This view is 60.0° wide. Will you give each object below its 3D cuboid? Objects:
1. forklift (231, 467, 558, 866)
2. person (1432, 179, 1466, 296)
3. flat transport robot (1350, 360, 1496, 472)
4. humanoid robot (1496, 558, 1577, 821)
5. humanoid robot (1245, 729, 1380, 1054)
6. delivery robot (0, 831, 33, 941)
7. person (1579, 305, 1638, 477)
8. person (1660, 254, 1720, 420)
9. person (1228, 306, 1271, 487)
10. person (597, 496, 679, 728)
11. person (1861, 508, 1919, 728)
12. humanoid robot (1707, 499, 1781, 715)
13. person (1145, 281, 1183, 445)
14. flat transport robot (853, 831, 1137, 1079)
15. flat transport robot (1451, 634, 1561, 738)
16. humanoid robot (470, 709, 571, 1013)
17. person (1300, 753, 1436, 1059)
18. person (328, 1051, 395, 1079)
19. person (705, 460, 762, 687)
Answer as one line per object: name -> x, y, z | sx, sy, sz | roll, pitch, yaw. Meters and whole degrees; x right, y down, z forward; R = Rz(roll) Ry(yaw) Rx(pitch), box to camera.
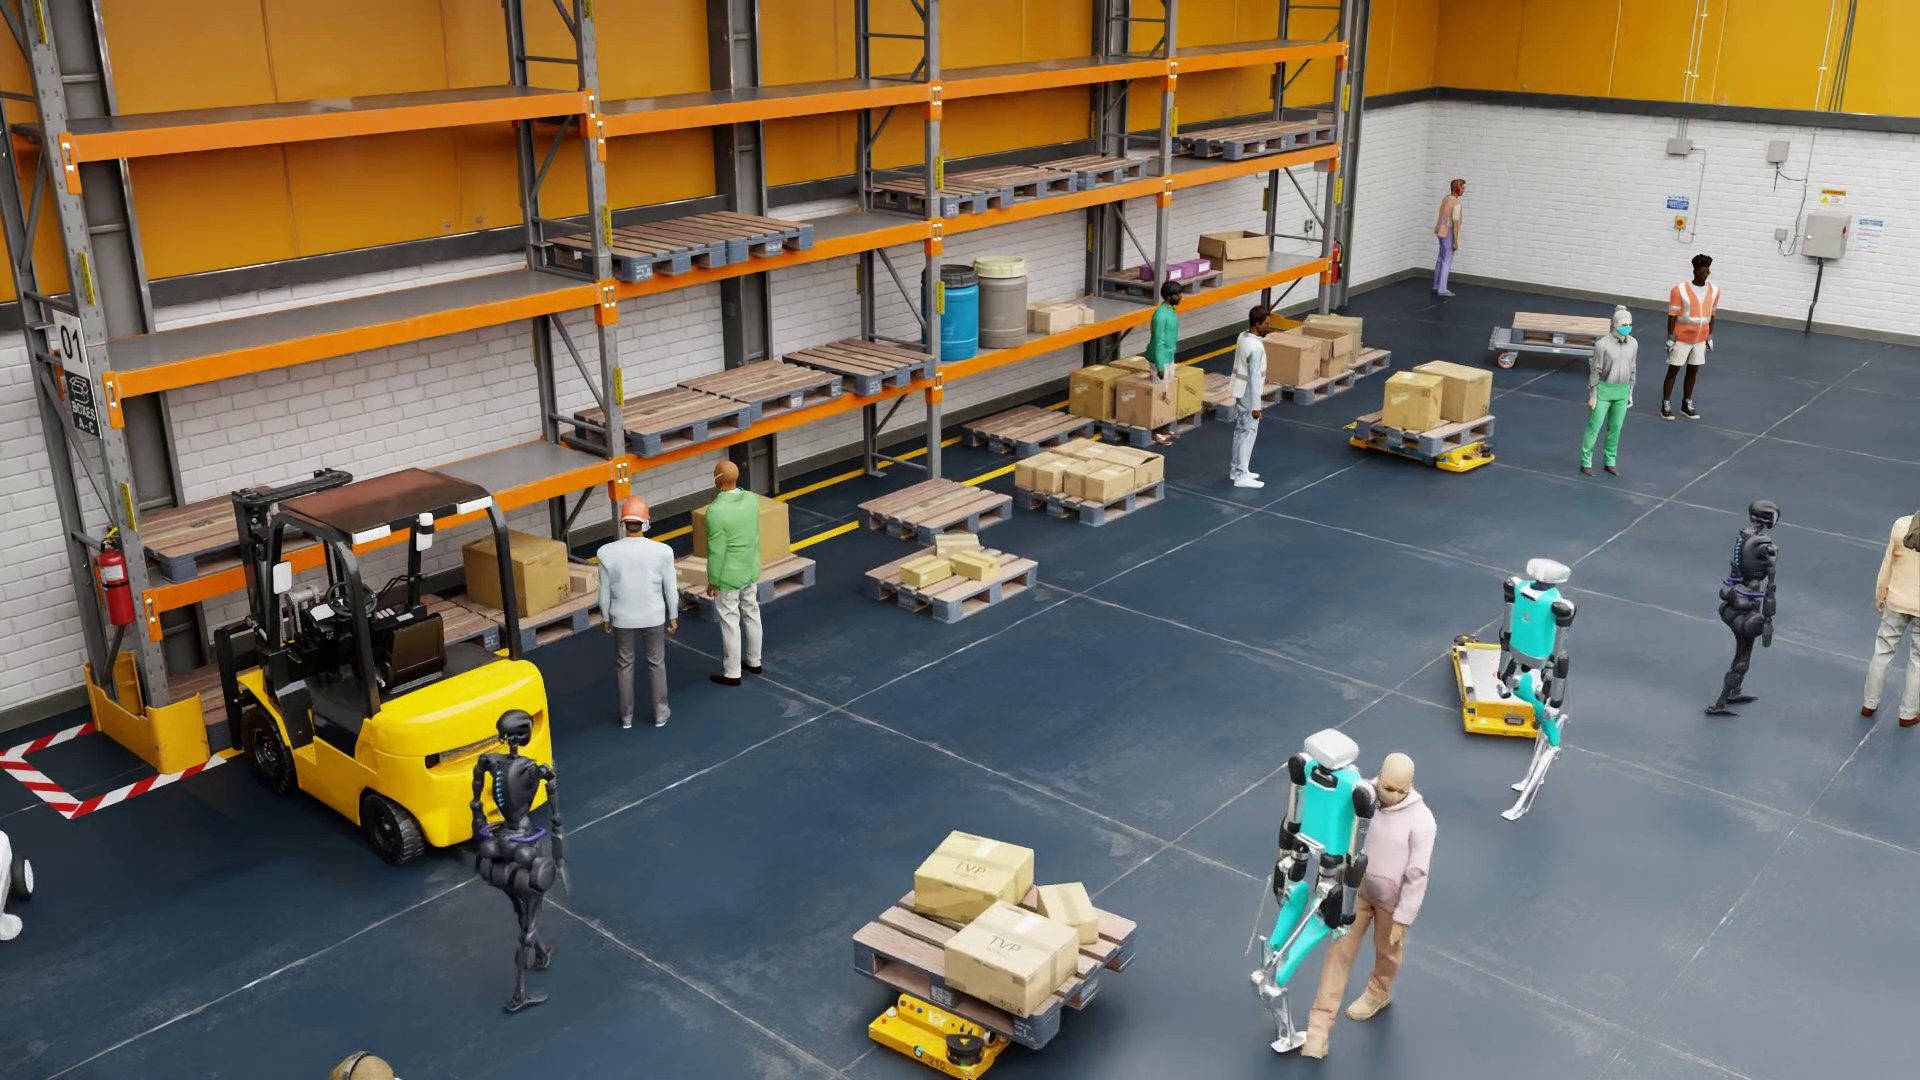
forklift -> -3.730, 0.710, 10.856 | 2.313, 2.155, 1.214 | 17, 26, 38
person -> 7.686, -4.763, 26.204 | 0.388, 1.837, 0.557 | -2, 20, -6
flat transport robot -> 5.111, -1.047, 18.388 | 0.659, 0.231, 1.431 | -17, 26, -39
humanoid robot -> 3.868, 0.938, 10.907 | 0.768, 1.795, 0.554 | -11, 23, -28
humanoid robot -> 1.674, 1.889, 8.419 | 0.730, 1.852, 0.536 | -15, 25, -34
delivery robot -> -5.743, 2.000, 9.693 | 0.514, 0.576, 0.747 | -8, 22, -20
person -> 6.871, -1.571, 17.552 | 0.510, 1.836, 0.339 | -4, 21, -10
person -> 8.601, -2.392, 19.584 | 0.605, 1.965, 0.366 | -3, 20, -8
person -> 2.992, -1.484, 17.213 | 0.408, 1.908, 0.595 | -2, 20, -5
person -> -2.314, 0.524, 12.008 | 0.571, 1.739, 0.347 | -3, 21, -9
person -> 6.907, 0.462, 12.005 | 0.564, 1.869, 0.392 | 16, 26, 37
humanoid robot -> 5.820, 0.493, 12.186 | 0.548, 1.640, 0.589 | -2, 20, -5
person -> 2.279, -2.004, 18.710 | 0.412, 1.841, 0.505 | 9, 22, 24
flat transport robot -> 0.190, 2.396, 9.059 | 0.659, 0.231, 1.431 | 14, 24, 33
flat transport robot -> 4.109, 1.101, 12.567 | 0.659, 0.231, 1.431 | 4, 21, 11
humanoid robot -> -2.368, 1.687, 8.964 | 0.616, 1.630, 0.636 | 7, 21, 18
person -> 2.084, 1.836, 8.460 | 0.563, 1.719, 0.931 | 16, 25, 36
person -> -2.045, 2.657, 5.944 | 0.370, 1.940, 0.627 | 2, 20, 5
person -> -1.730, 0.249, 12.693 | 0.383, 1.784, 0.534 | 13, 24, 32
